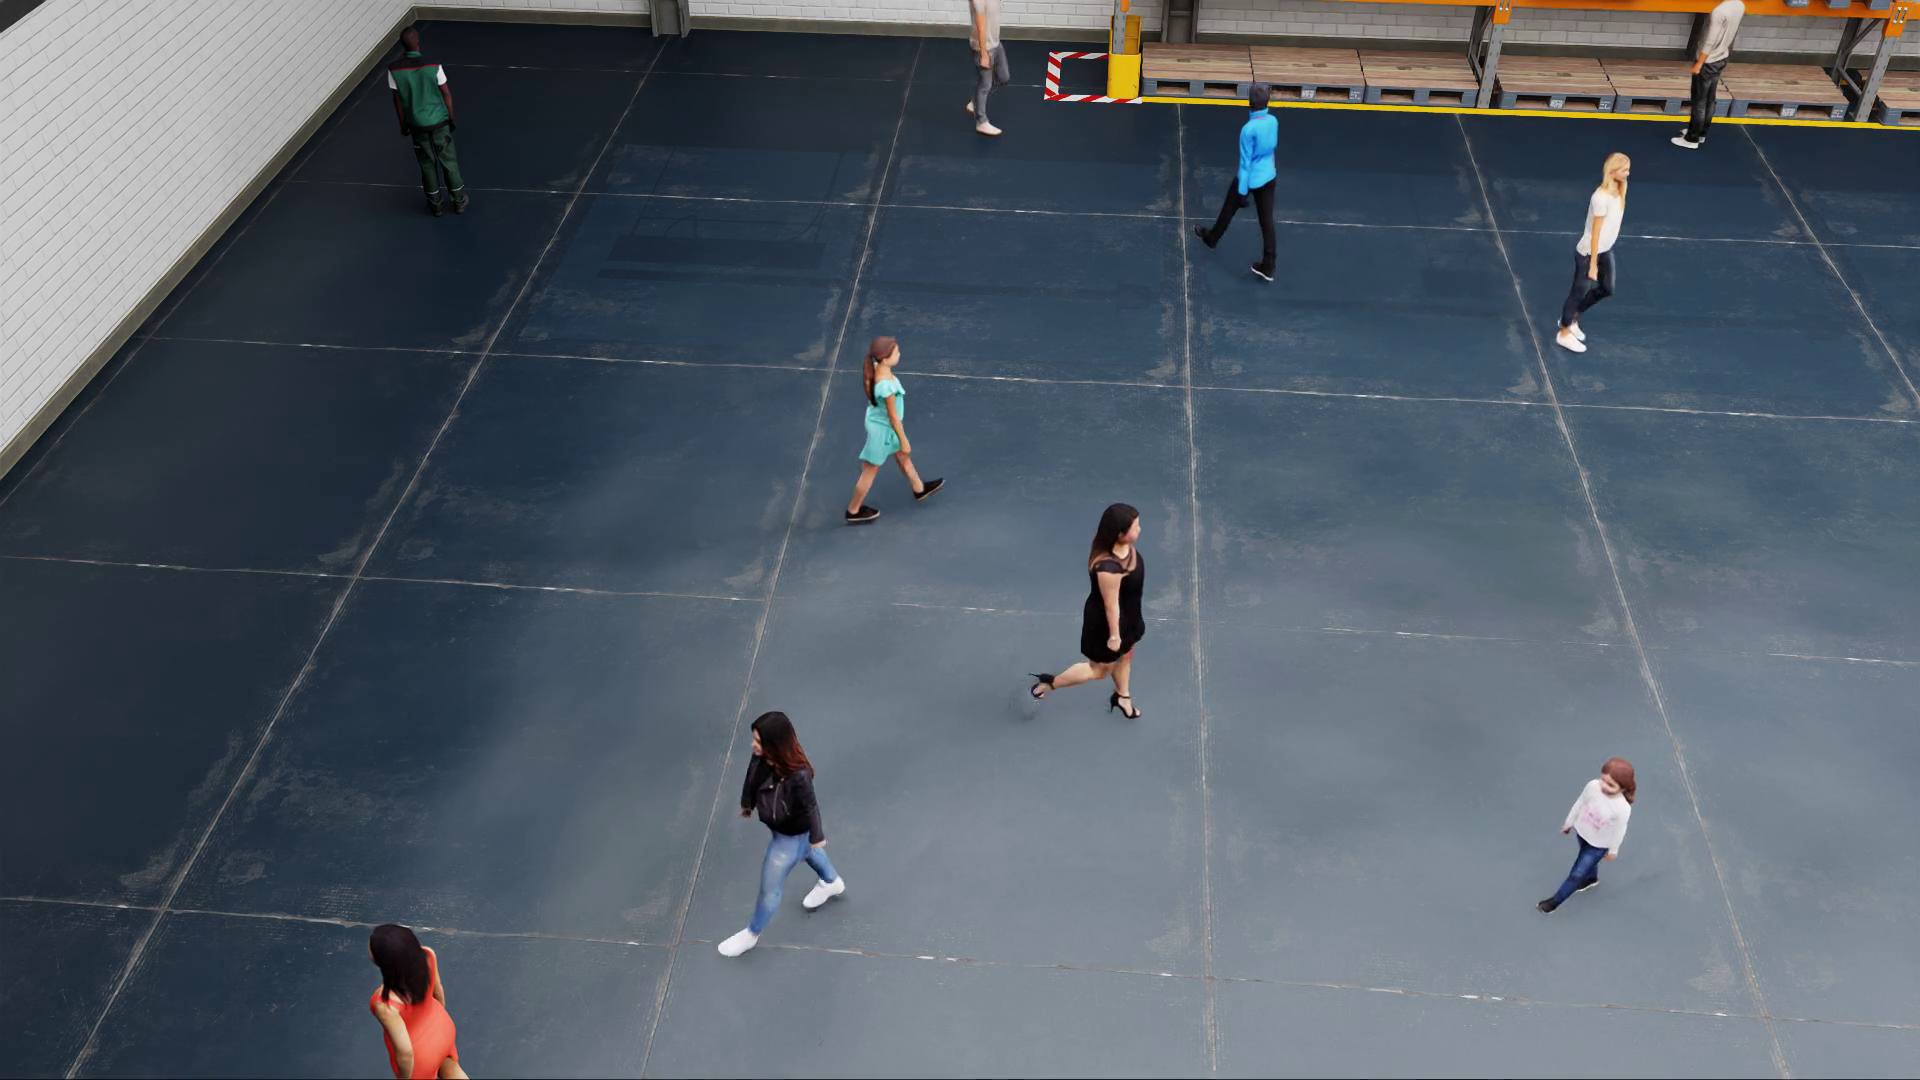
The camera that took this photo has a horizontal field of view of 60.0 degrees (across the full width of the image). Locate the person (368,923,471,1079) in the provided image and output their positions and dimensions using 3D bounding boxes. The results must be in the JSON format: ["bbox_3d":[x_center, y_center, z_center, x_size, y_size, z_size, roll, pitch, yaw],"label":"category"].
[{"bbox_3d":[-2.537,2.396,7.873,0.563,1.719,0.621,9,39,11],"label":"person"}]

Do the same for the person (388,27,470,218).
[{"bbox_3d":[-5.026,-3.944,15.715,0.655,1.839,0.813,-7,39,-9],"label":"person"}]

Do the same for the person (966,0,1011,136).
[{"bbox_3d":[0.199,-5.086,17.108,0.827,1.885,0.787,16,41,19],"label":"person"}]

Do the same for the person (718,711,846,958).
[{"bbox_3d":[-0.882,1.518,9.071,1.181,1.595,1.080,-24,44,-27],"label":"person"}]

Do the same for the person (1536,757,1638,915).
[{"bbox_3d":[3.607,1.625,9.343,0.819,1.089,0.679,-16,41,-20],"label":"person"}]

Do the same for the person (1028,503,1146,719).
[{"bbox_3d":[0.844,0.496,10.272,0.963,1.694,0.679,4,39,5],"label":"person"}]

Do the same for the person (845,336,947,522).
[{"bbox_3d":[-0.632,-0.764,11.994,1.093,1.514,0.806,-11,40,-13],"label":"person"}]

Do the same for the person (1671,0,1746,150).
[{"bbox_3d":[7.660,-4.886,16.917,0.722,1.810,0.777,-28,47,-31],"label":"person"}]

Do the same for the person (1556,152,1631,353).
[{"bbox_3d":[5.174,-2.402,13.816,0.776,1.799,0.729,29,47,31],"label":"person"}]

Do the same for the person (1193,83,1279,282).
[{"bbox_3d":[2.697,-3.132,14.776,1.178,1.742,1.166,-25,45,-28],"label":"person"}]
